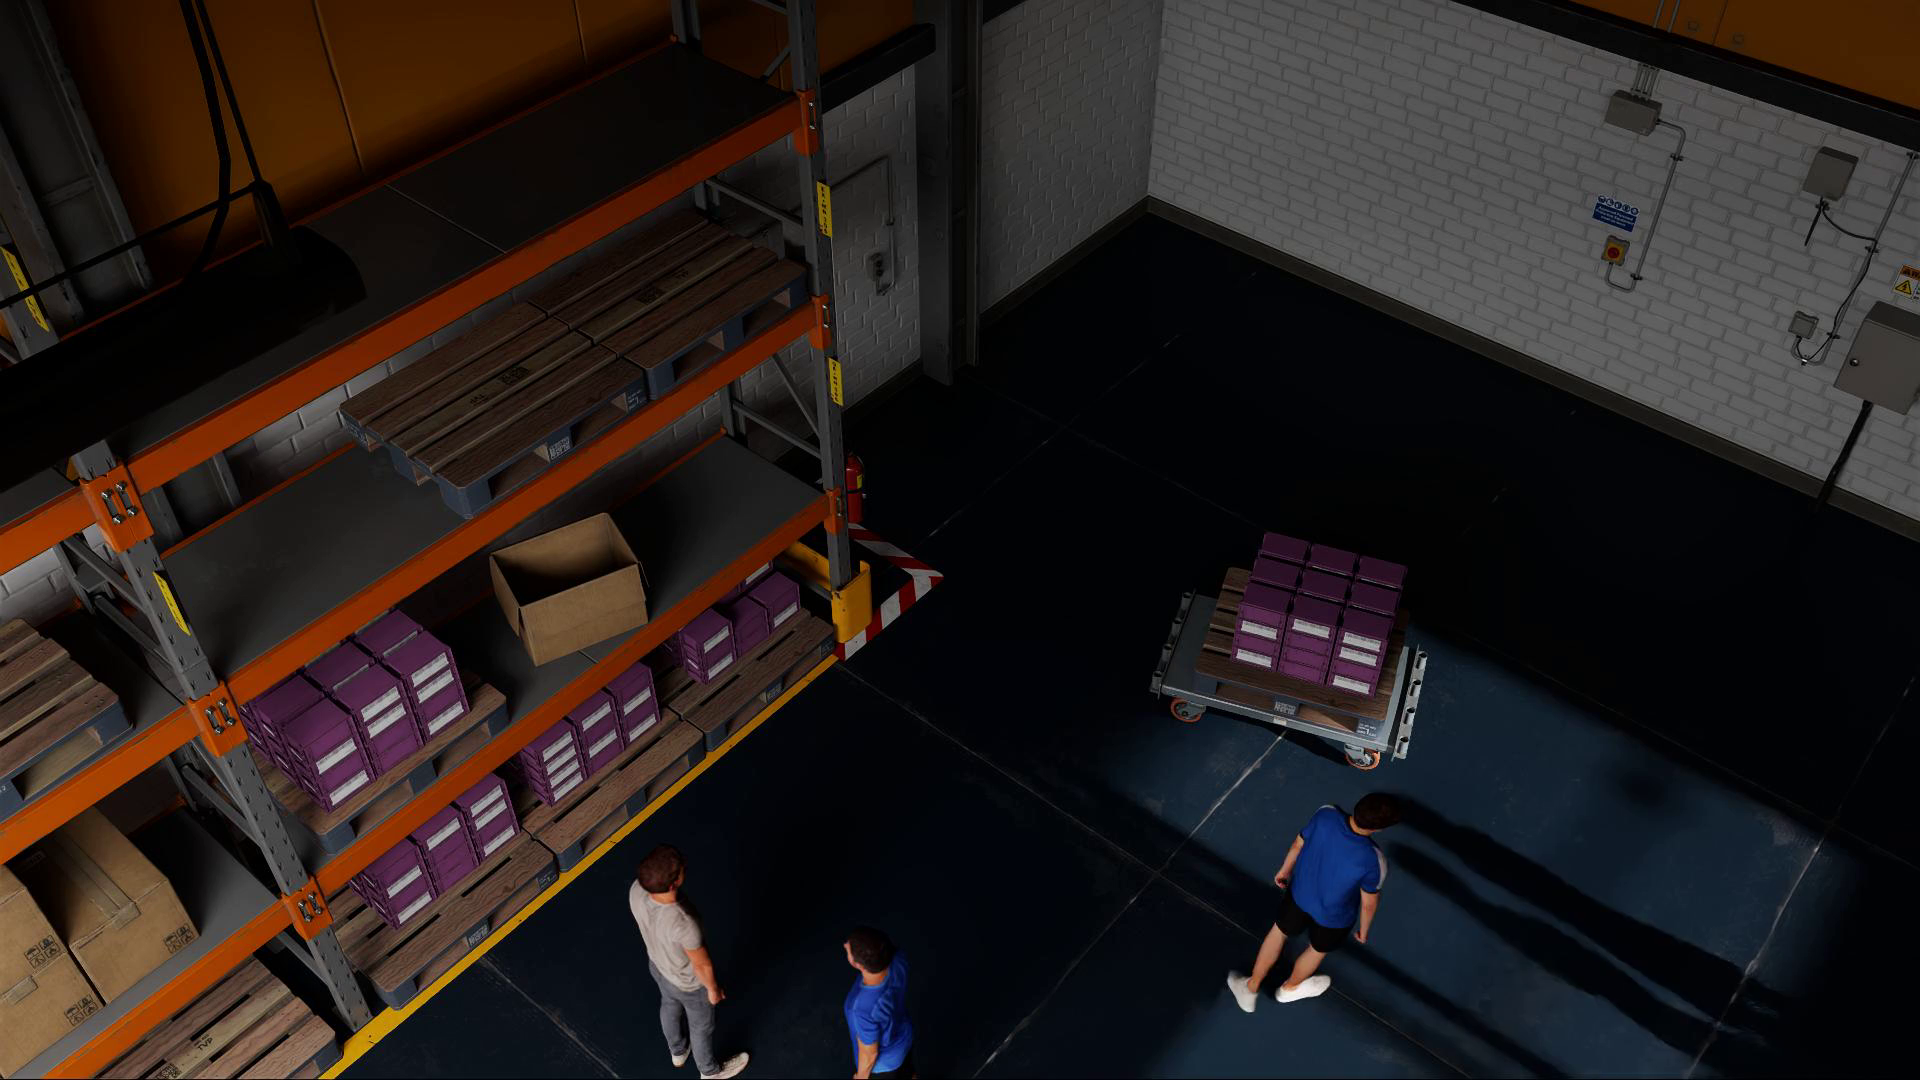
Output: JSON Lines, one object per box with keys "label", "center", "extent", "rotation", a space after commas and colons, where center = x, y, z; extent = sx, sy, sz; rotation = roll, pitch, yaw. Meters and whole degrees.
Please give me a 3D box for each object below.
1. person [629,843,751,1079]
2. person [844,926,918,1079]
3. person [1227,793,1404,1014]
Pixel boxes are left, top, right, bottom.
{"label": "person", "center": [-1.434, 2.184, 8.522], "extent": [0.657, 1.898, 0.554], "rotation": [31, 52, 29]}
{"label": "person", "center": [-0.376, 2.492, 8.220], "extent": [0.738, 1.868, 0.607], "rotation": [15, 46, 16]}
{"label": "person", "center": [1.890, 1.922, 8.846], "extent": [0.836, 1.830, 0.878], "rotation": [28, 50, 26]}
